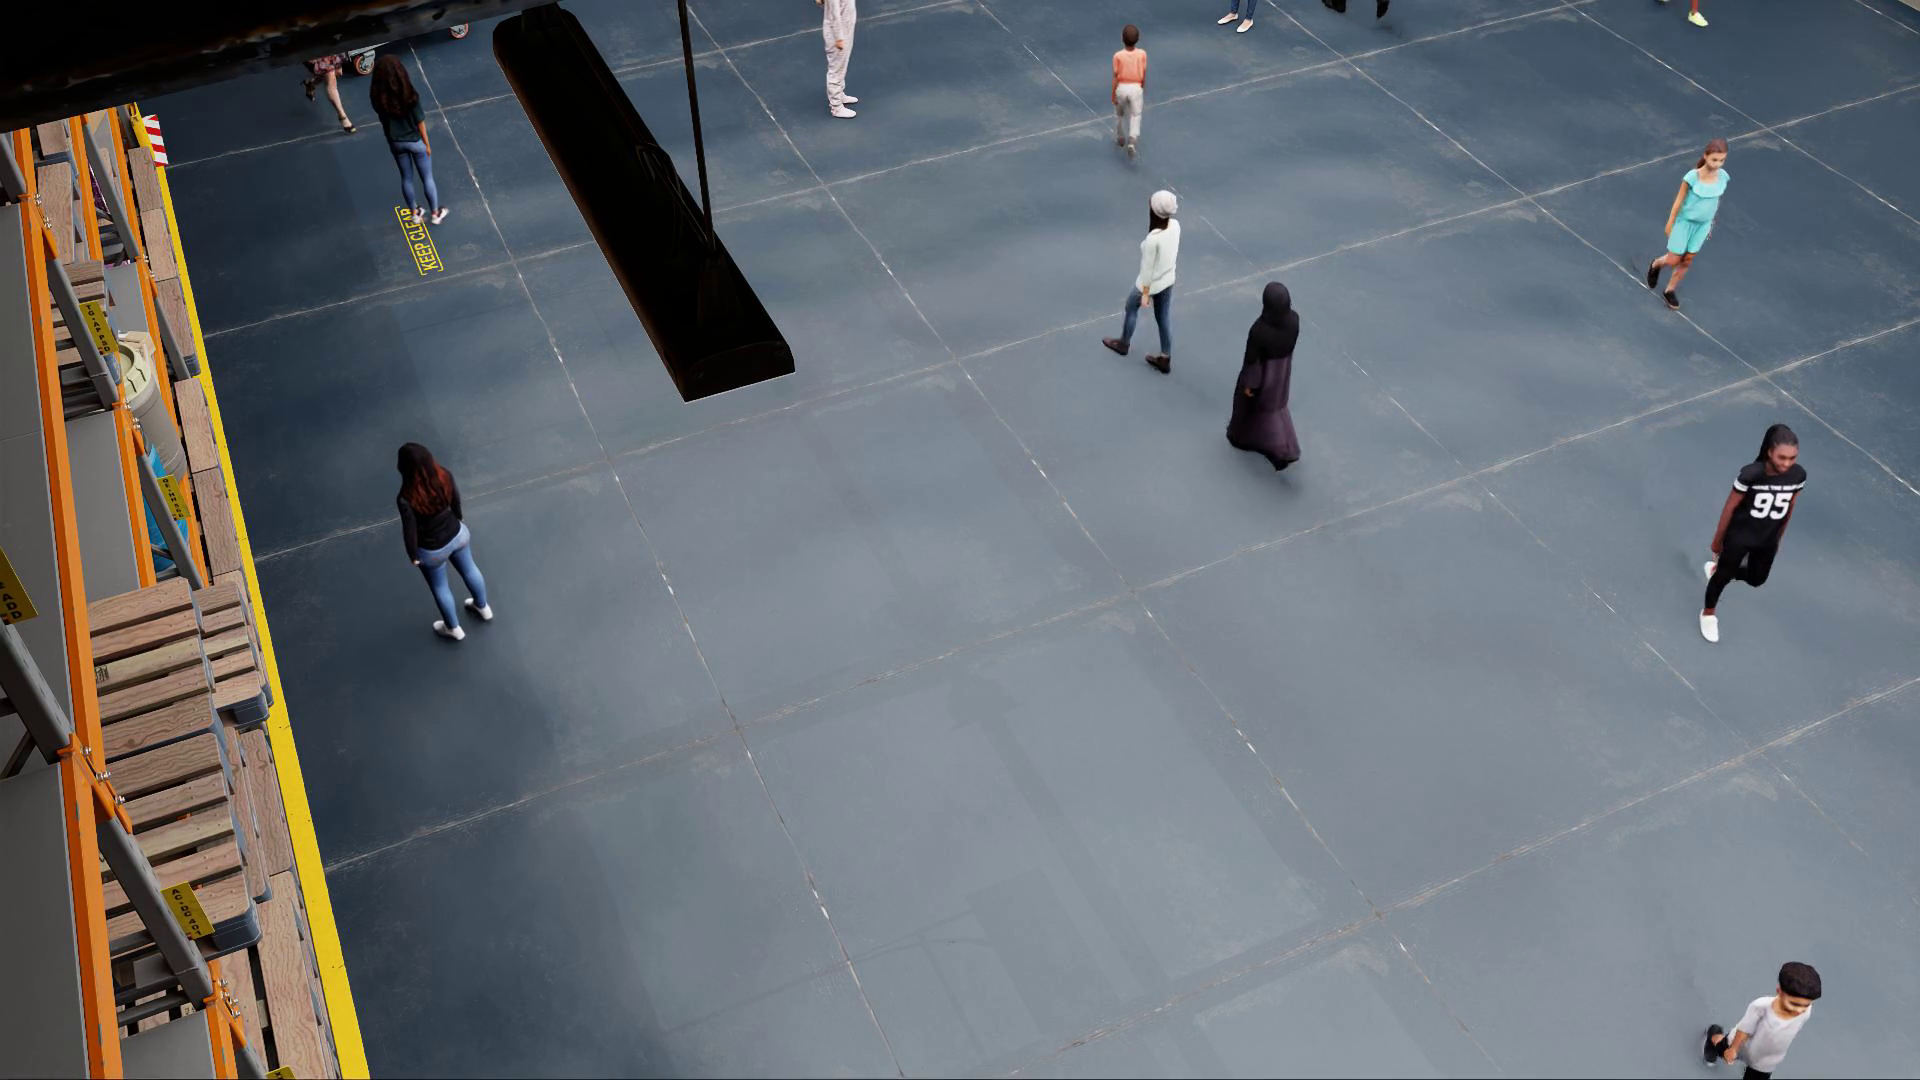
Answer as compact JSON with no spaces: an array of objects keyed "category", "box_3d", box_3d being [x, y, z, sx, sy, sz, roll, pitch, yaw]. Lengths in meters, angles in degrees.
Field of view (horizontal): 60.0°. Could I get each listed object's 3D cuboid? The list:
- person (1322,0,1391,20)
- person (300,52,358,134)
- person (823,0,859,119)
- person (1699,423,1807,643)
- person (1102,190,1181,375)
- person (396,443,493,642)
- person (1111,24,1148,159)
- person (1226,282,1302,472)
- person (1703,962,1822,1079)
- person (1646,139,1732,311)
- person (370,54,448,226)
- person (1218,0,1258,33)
[{"category":"person","box_3d":[4.358,-6.469,17.736,0.808,1.895,1.119,-26,49,-25]},{"category":"person","box_3d":[-6.246,-4.799,16.081,1.030,1.759,0.923,22,48,21]},{"category":"person","box_3d":[-1.213,-5.023,16.369,0.787,1.687,0.679,3,44,4]},{"category":"person","box_3d":[5.270,-0.093,11.170,0.783,1.720,0.882,-1,44,-1]},{"category":"person","box_3d":[1.622,-2.025,13.267,0.956,1.625,0.775,33,53,30]},{"category":"person","box_3d":[-3.481,-0.002,11.138,0.726,1.632,0.727,27,50,25]},{"category":"person","box_3d":[1.623,-4.270,15.859,0.683,1.300,0.841,0,44,0]},{"category":"person","box_3d":[2.335,-1.209,12.434,0.637,1.592,1.002,-15,46,-16]},{"category":"person","box_3d":[4.175,2.570,8.720,0.783,1.244,0.914,7,44,7]},{"category":"person","box_3d":[6.152,-2.709,14.040,0.668,1.550,0.774,-4,44,-4]},{"category":"person","box_3d":[-4.951,-3.575,14.900,0.689,1.616,0.722,2,44,2]},{"category":"person","box_3d":[3.063,-6.290,17.670,0.693,1.726,0.551,-32,52,-29]}]
